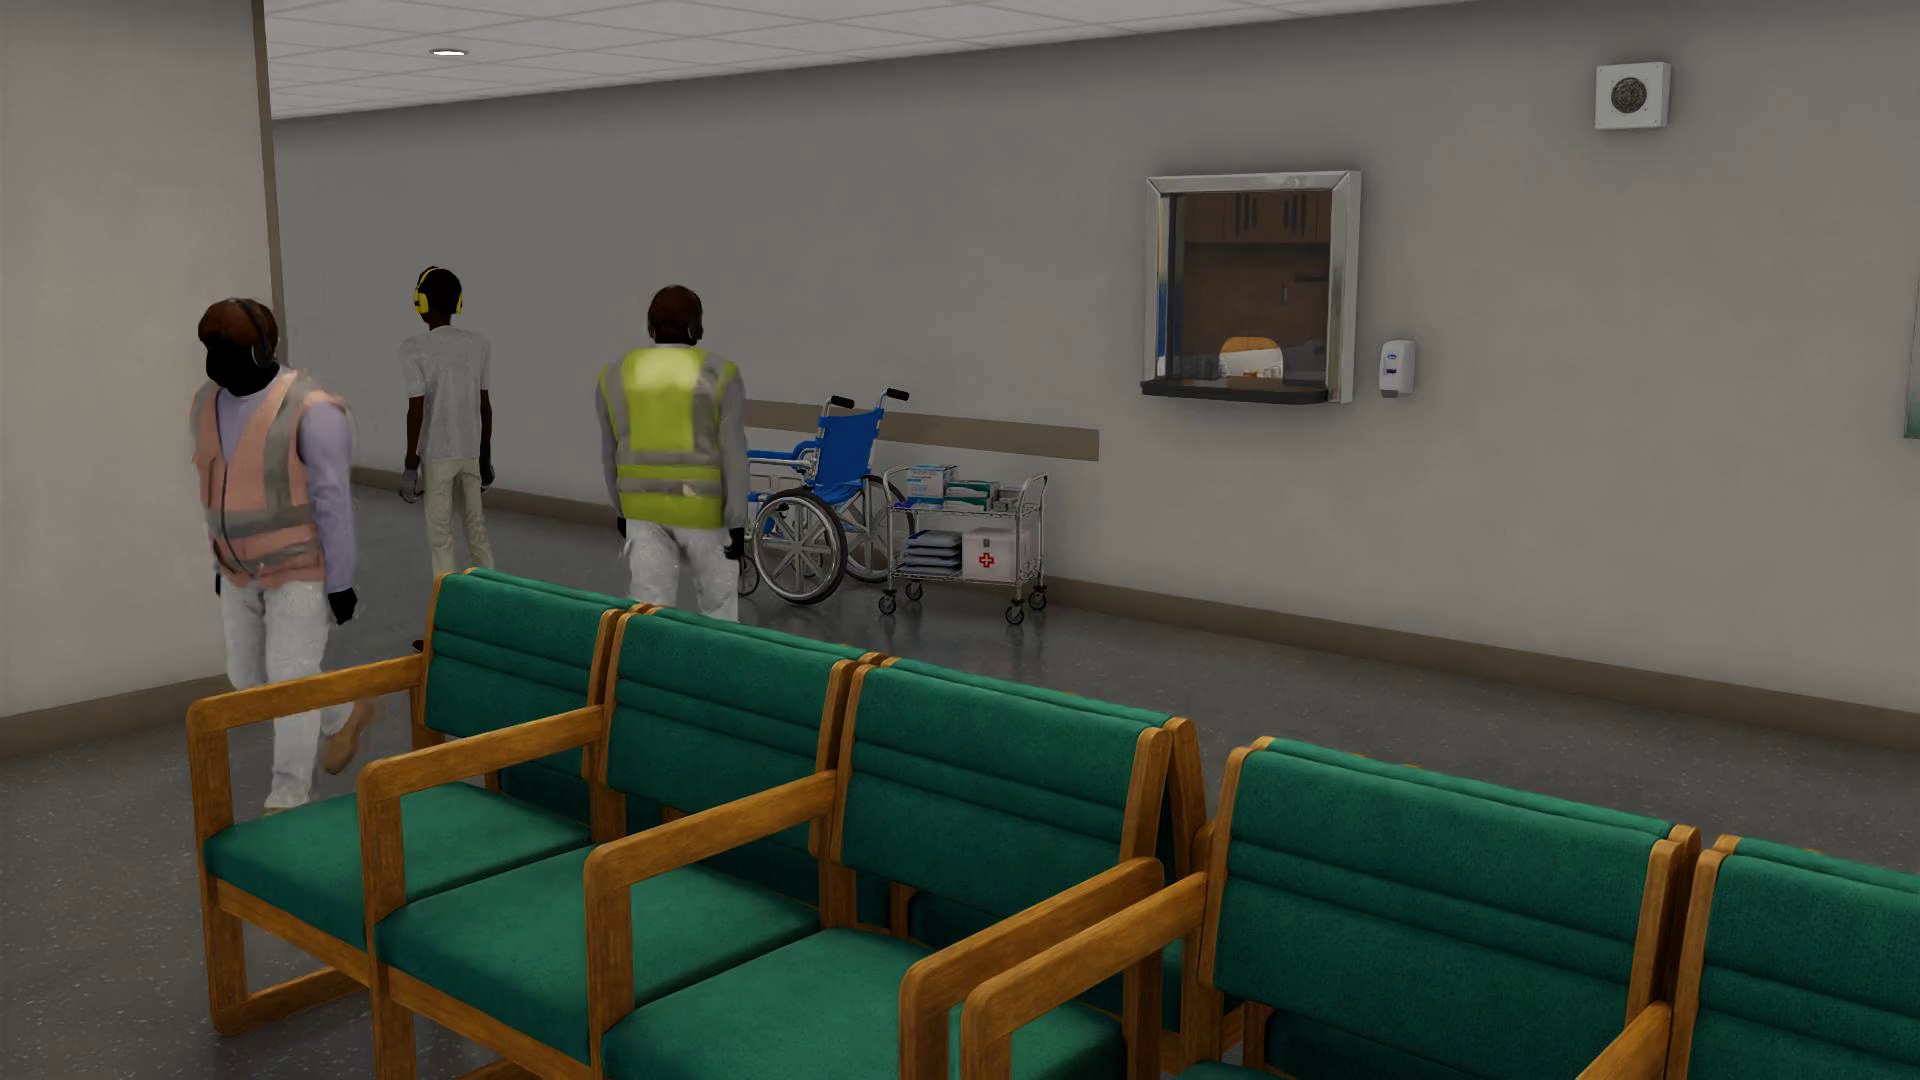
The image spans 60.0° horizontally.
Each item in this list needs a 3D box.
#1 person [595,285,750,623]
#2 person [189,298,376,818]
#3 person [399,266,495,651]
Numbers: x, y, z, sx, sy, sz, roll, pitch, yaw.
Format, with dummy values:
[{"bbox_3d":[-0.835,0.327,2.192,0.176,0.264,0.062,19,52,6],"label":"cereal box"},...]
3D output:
[{"bbox_3d":[-1.121,-0.122,6.776,0.645,1.802,0.890,1,10,8],"label":"person"},{"bbox_3d":[-2.243,0.084,5.622,0.642,1.812,0.645,4,11,24],"label":"person"},{"bbox_3d":[-2.488,-0.379,8.065,0.329,1.870,0.509,7,12,36],"label":"person"}]
